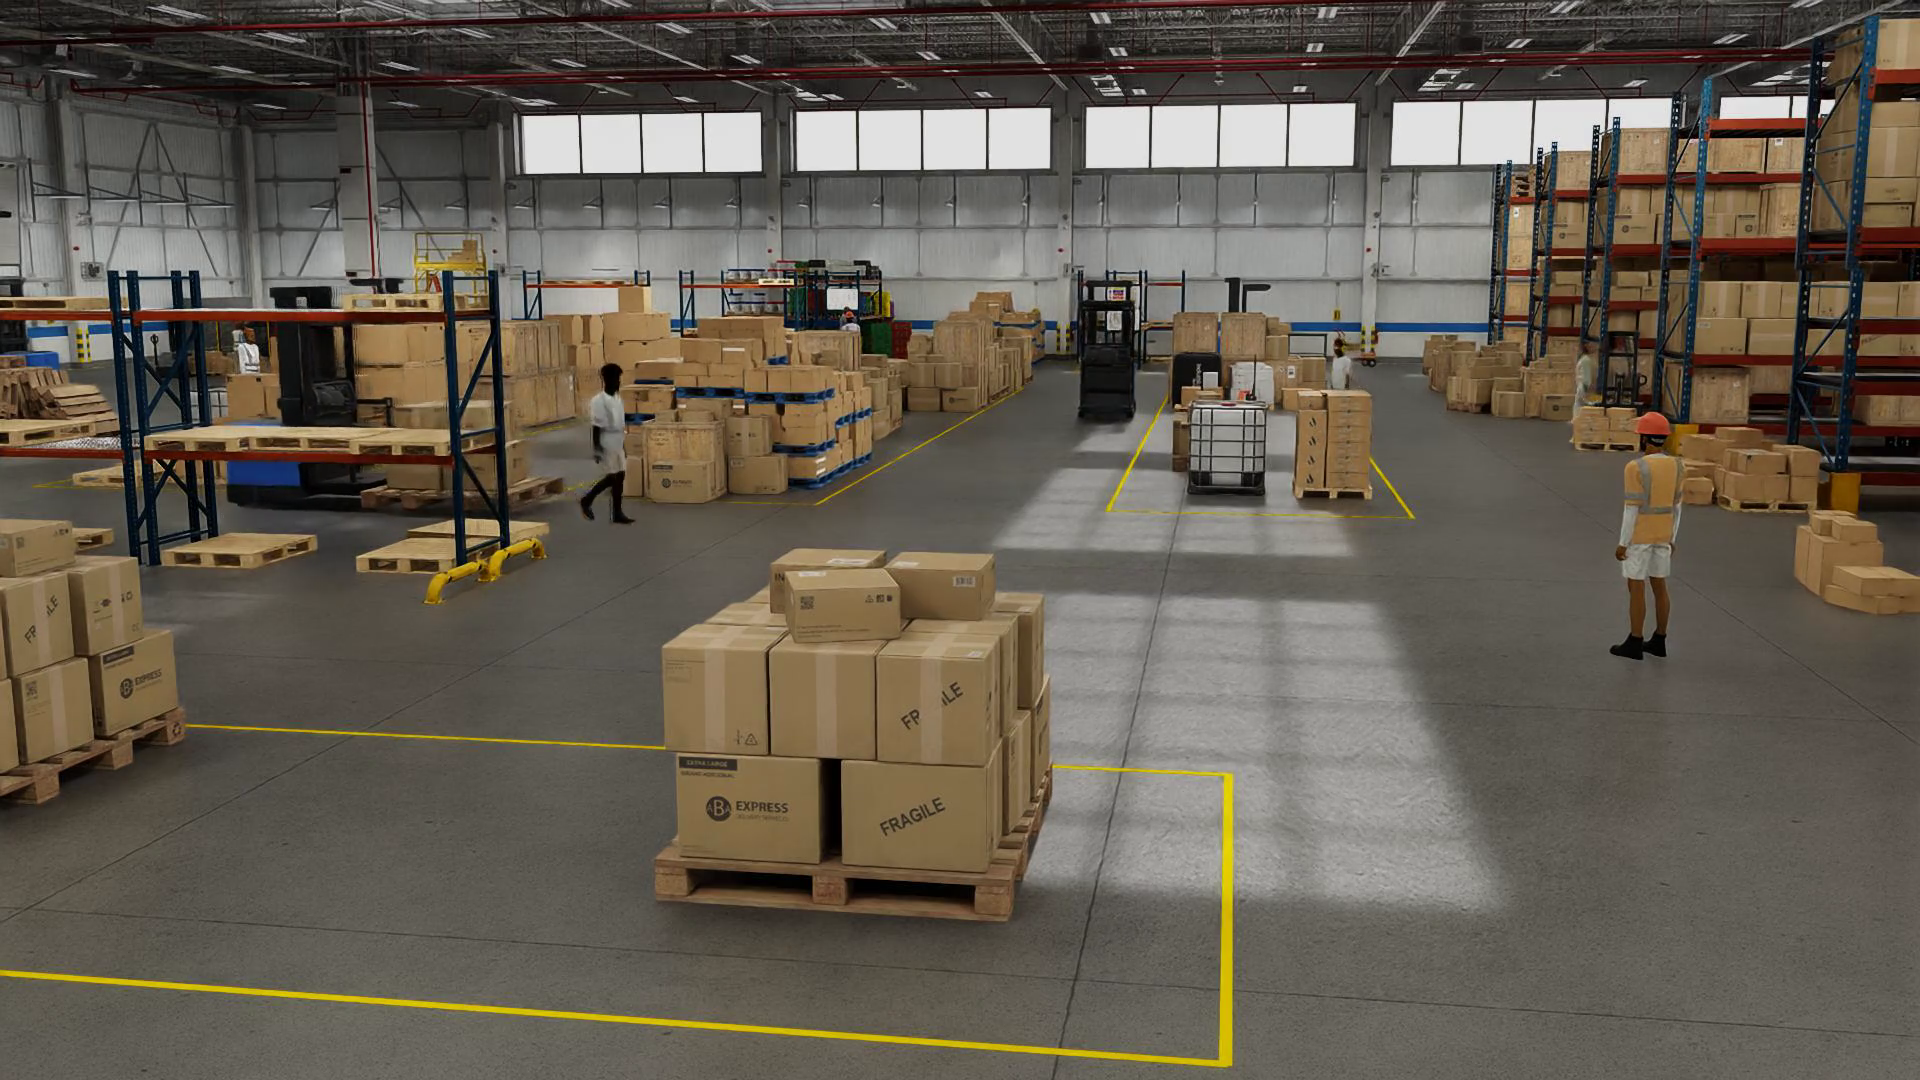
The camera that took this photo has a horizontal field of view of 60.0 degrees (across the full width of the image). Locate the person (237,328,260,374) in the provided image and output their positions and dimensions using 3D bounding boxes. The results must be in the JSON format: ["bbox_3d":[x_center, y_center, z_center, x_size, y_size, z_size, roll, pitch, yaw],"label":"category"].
[{"bbox_3d":[-14.110,-3.261,33.097,0.353,1.883,0.573,1,9,9],"label":"person"}]

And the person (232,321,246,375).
[{"bbox_3d":[-19.995,-5.263,46.211,0.517,1.635,0.312,4,10,24],"label":"person"}]

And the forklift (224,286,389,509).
[{"bbox_3d":[-8.396,-1.860,21.385,1.873,2.768,1.129,1,9,9],"label":"forklift"}]

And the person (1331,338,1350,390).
[{"bbox_3d":[6.696,-2.620,29.210,0.527,1.859,0.538,-3,10,-17],"label":"person"}]

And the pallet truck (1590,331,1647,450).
[{"bbox_3d":[11.253,-2.573,28.499,0.823,1.965,1.885,5,10,27],"label":"pallet truck"}]

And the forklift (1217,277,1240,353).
[{"bbox_3d":[7.922,-6.231,48.347,1.873,2.768,1.129,1,9,9],"label":"forklift"}]

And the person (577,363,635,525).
[{"bbox_3d":[-4.208,-1.131,19.760,0.579,1.951,0.616,3,10,16],"label":"person"}]

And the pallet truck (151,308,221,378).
[{"bbox_3d":[-21.869,-5.598,47.154,0.823,1.965,1.885,4,10,26],"label":"pallet truck"}]

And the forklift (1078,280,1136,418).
[{"bbox_3d":[3.097,-3.999,34.577,1.129,2.768,1.873,1,9,8],"label":"forklift"}]

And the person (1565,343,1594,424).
[{"bbox_3d":[12.322,-3.074,32.748,0.636,1.615,0.521,1,9,7],"label":"person"}]

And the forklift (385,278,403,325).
[{"bbox_3d":[-14.915,-5.515,43.929,1.873,2.768,1.129,-3,10,-17],"label":"forklift"}]

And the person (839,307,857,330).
[{"bbox_3d":[-3.458,-6.252,51.406,0.629,1.931,0.368,-8,12,-39],"label":"person"}]

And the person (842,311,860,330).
[{"bbox_3d":[-2.971,-5.226,45.093,0.542,1.928,0.399,-7,11,-35],"label":"person"}]

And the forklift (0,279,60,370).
[{"bbox_3d":[-22.592,-4.798,39.505,1.873,2.768,1.129,1,9,9],"label":"forklift"}]

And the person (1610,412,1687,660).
[{"bbox_3d":[5.369,-0.033,13.019,0.552,1.935,0.360,-3,10,-20],"label":"person"}]
